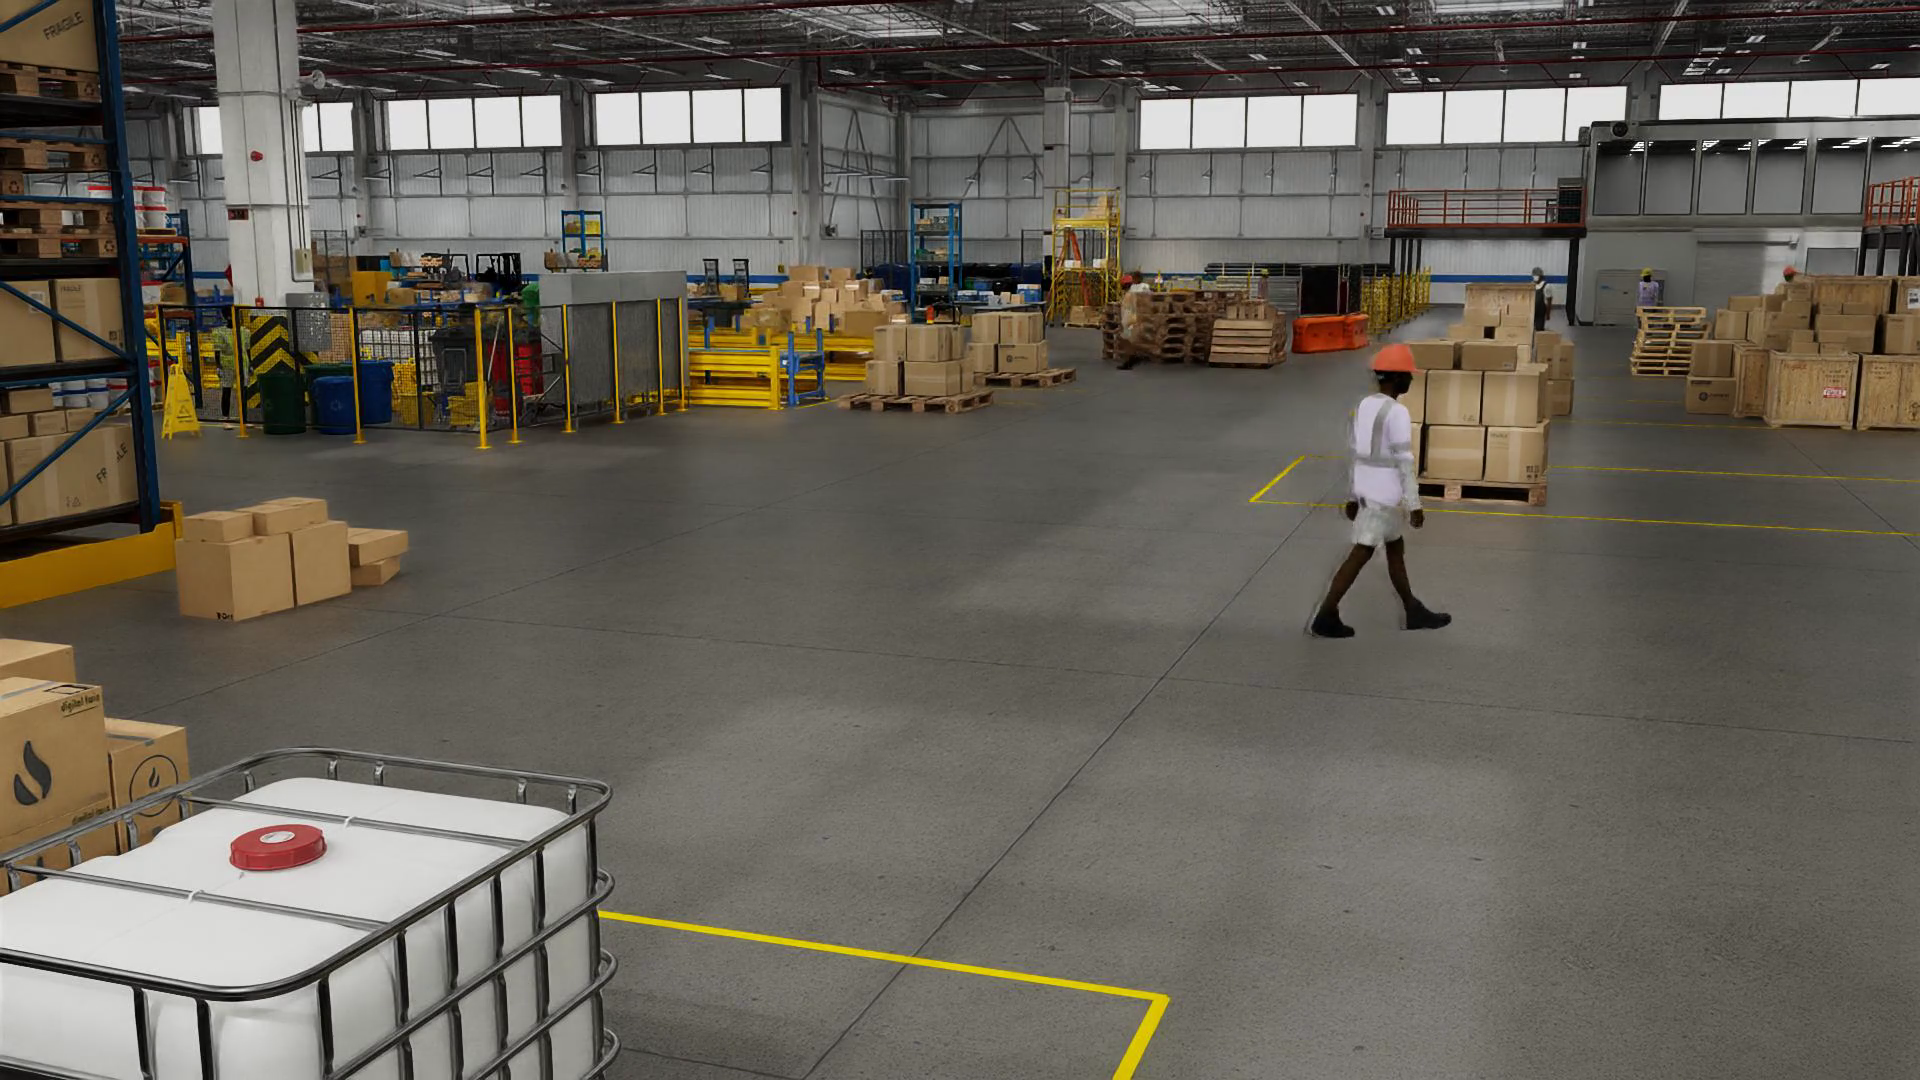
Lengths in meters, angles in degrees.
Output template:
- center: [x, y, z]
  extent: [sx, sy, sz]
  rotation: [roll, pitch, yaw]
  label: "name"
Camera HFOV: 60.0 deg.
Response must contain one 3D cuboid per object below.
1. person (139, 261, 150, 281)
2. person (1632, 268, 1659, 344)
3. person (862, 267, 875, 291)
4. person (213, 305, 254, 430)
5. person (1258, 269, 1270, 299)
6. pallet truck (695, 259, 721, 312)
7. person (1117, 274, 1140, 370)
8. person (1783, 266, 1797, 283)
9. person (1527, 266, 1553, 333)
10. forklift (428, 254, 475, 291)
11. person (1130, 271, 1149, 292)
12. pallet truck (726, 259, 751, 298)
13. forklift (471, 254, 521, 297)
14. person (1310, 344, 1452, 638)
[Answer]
- center: [-27.873, -8.538, 56.810]
  extent: [0.608, 1.943, 1.031]
  rotation: [6, 12, 29]
  label: "person"
- center: [17.313, -5.892, 41.971]
  extent: [0.391, 1.916, 0.586]
  rotation: [-7, 12, -33]
  label: "person"
- center: [-2.548, -6.702, 46.679]
  extent: [0.328, 1.867, 0.514]
  rotation: [8, 13, 39]
  label: "person"
- center: [-9.857, -2.342, 22.595]
  extent: [0.317, 1.695, 0.540]
  rotation: [8, 13, 39]
  label: "person"
- center: [9.295, -7.386, 50.854]
  extent: [0.340, 1.758, 0.544]
  rotation: [-1, 10, -4]
  label: "person"
- center: [-9.165, -9.627, 62.776]
  extent: [0.823, 1.965, 1.885]
  rotation: [4, 11, 23]
  label: "pallet truck"
- center: [3.335, -4.362, 33.355]
  extent: [0.392, 1.923, 0.541]
  rotation: [2, 10, 13]
  label: "person"
- center: [18.436, -5.052, 36.937]
  extent: [0.637, 2.023, 0.668]
  rotation: [-1, 10, -7]
  label: "person"
- center: [13.062, -5.214, 37.797]
  extent: [0.690, 2.000, 0.625]
  rotation: [6, 12, 30]
  label: "person"
- center: [-20.133, -10.254, 65.465]
  extent: [1.157, 1.987, 2.680]
  rotation: [3, 11, 19]
  label: "forklift"
- center: [4.428, -5.753, 41.333]
  extent: [0.582, 1.866, 0.618]
  rotation: [4, 11, 21]
  label: "person"
- center: [-7.986, -9.493, 62.019]
  extent: [0.823, 1.965, 1.885]
  rotation: [3, 11, 17]
  label: "pallet truck"
- center: [-17.990, -10.121, 64.684]
  extent: [1.157, 1.987, 2.680]
  rotation: [3, 11, 17]
  label: "forklift"
- center: [2.699, -0.303, 10.604]
  extent: [1.006, 1.886, 0.568]
  rotation: [-2, 10, -9]
  label: "person"
